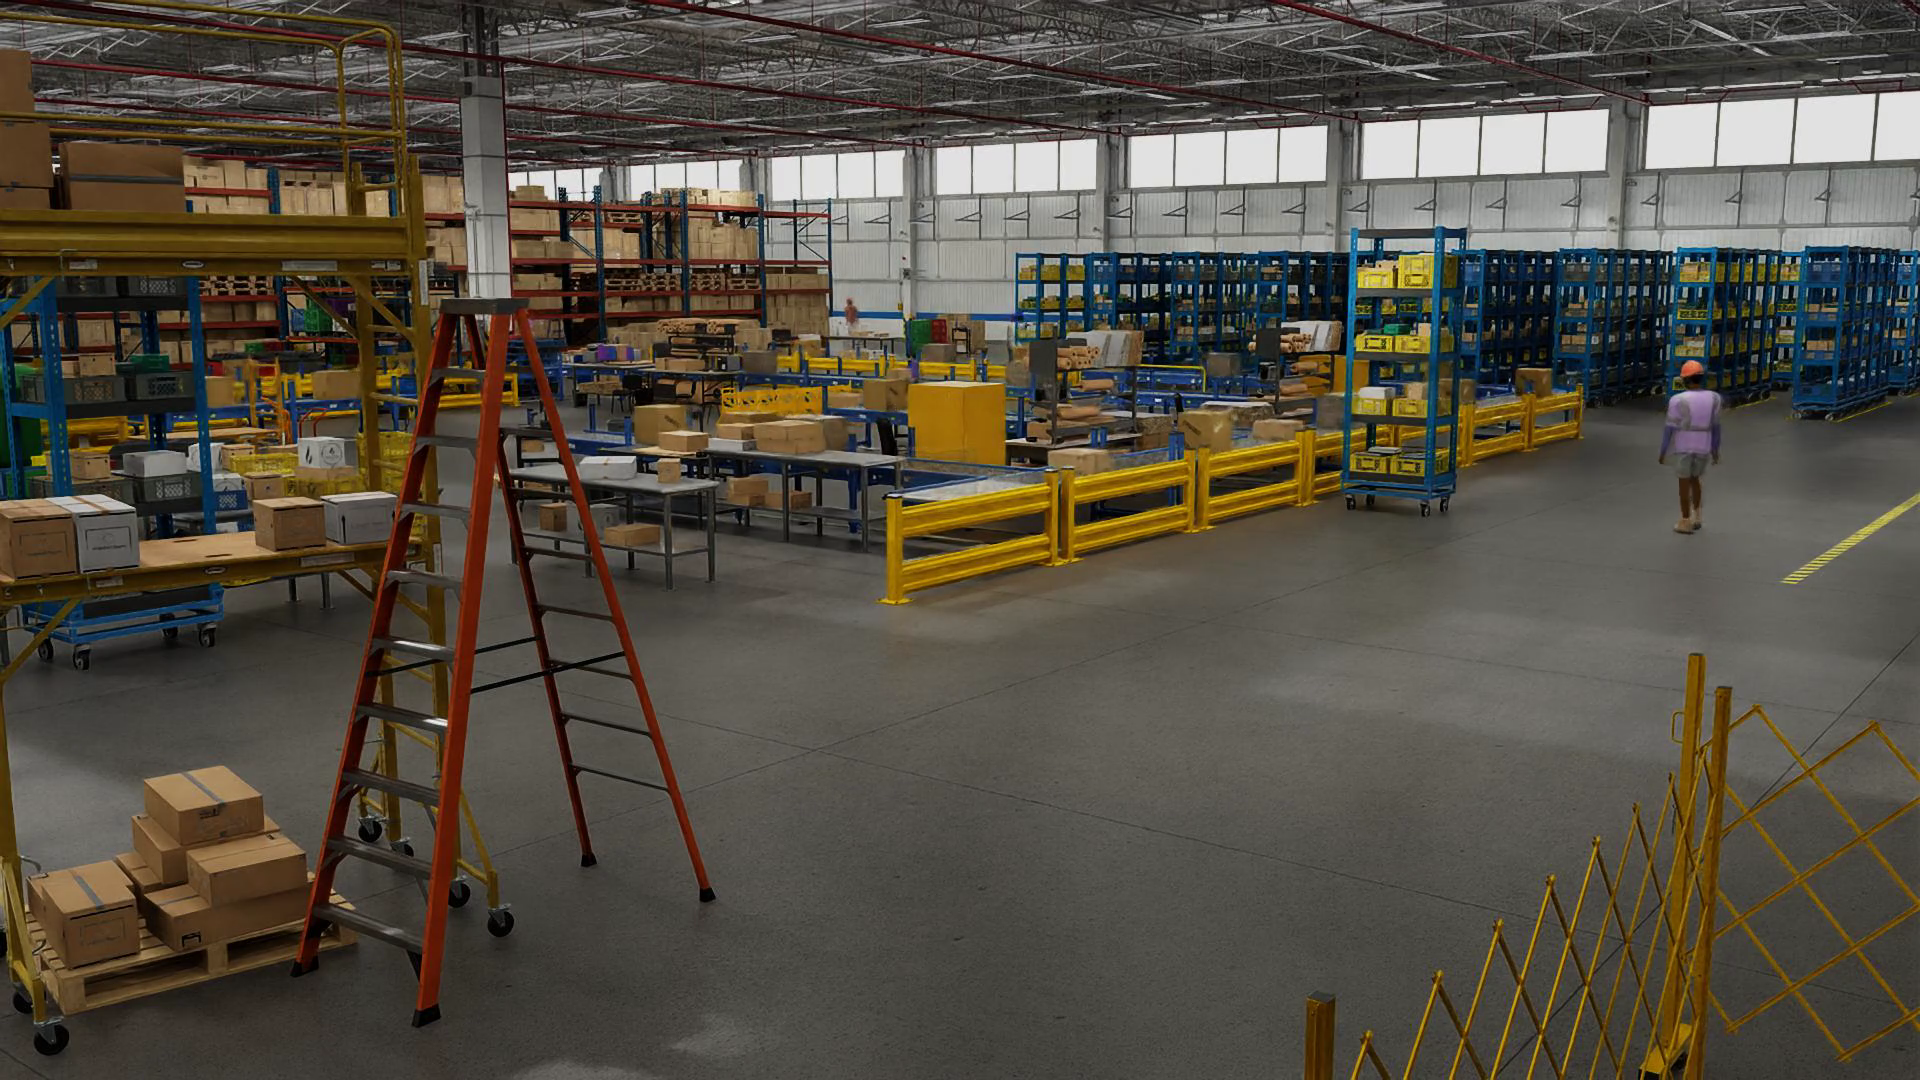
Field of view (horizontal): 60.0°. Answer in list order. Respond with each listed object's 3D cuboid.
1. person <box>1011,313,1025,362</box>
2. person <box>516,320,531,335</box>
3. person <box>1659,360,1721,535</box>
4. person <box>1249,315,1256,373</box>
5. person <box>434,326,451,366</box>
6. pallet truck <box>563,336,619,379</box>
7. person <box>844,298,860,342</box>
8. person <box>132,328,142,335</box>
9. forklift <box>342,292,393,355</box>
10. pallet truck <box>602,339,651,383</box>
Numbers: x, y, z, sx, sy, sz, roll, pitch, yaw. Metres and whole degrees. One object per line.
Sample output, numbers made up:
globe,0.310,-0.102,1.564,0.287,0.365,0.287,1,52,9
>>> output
person,1.820,-5.766,49.024,0.925,1.905,0.649,-7,11,-37
person,-14.216,-6.603,54.310,0.556,1.903,0.938,6,11,33
person,8.477,-1.080,19.397,0.648,2.030,0.516,-1,9,-6
person,8.966,-5.916,50.230,0.403,1.829,0.588,-6,11,-33
person,-15.272,-5.694,48.902,0.606,1.808,0.763,6,11,35
pallet truck,-10.690,-5.294,48.215,1.601,1.201,0.680,-5,10,-26
person,-4.795,-9.638,73.098,0.701,1.957,0.532,-6,11,-35
person,-25.464,-6.031,51.548,0.281,1.633,0.498,2,9,13
forklift,-16.485,-5.622,45.120,1.129,2.768,1.873,7,11,37
pallet truck,-8.991,-4.871,45.351,0.653,1.274,1.630,7,11,37
